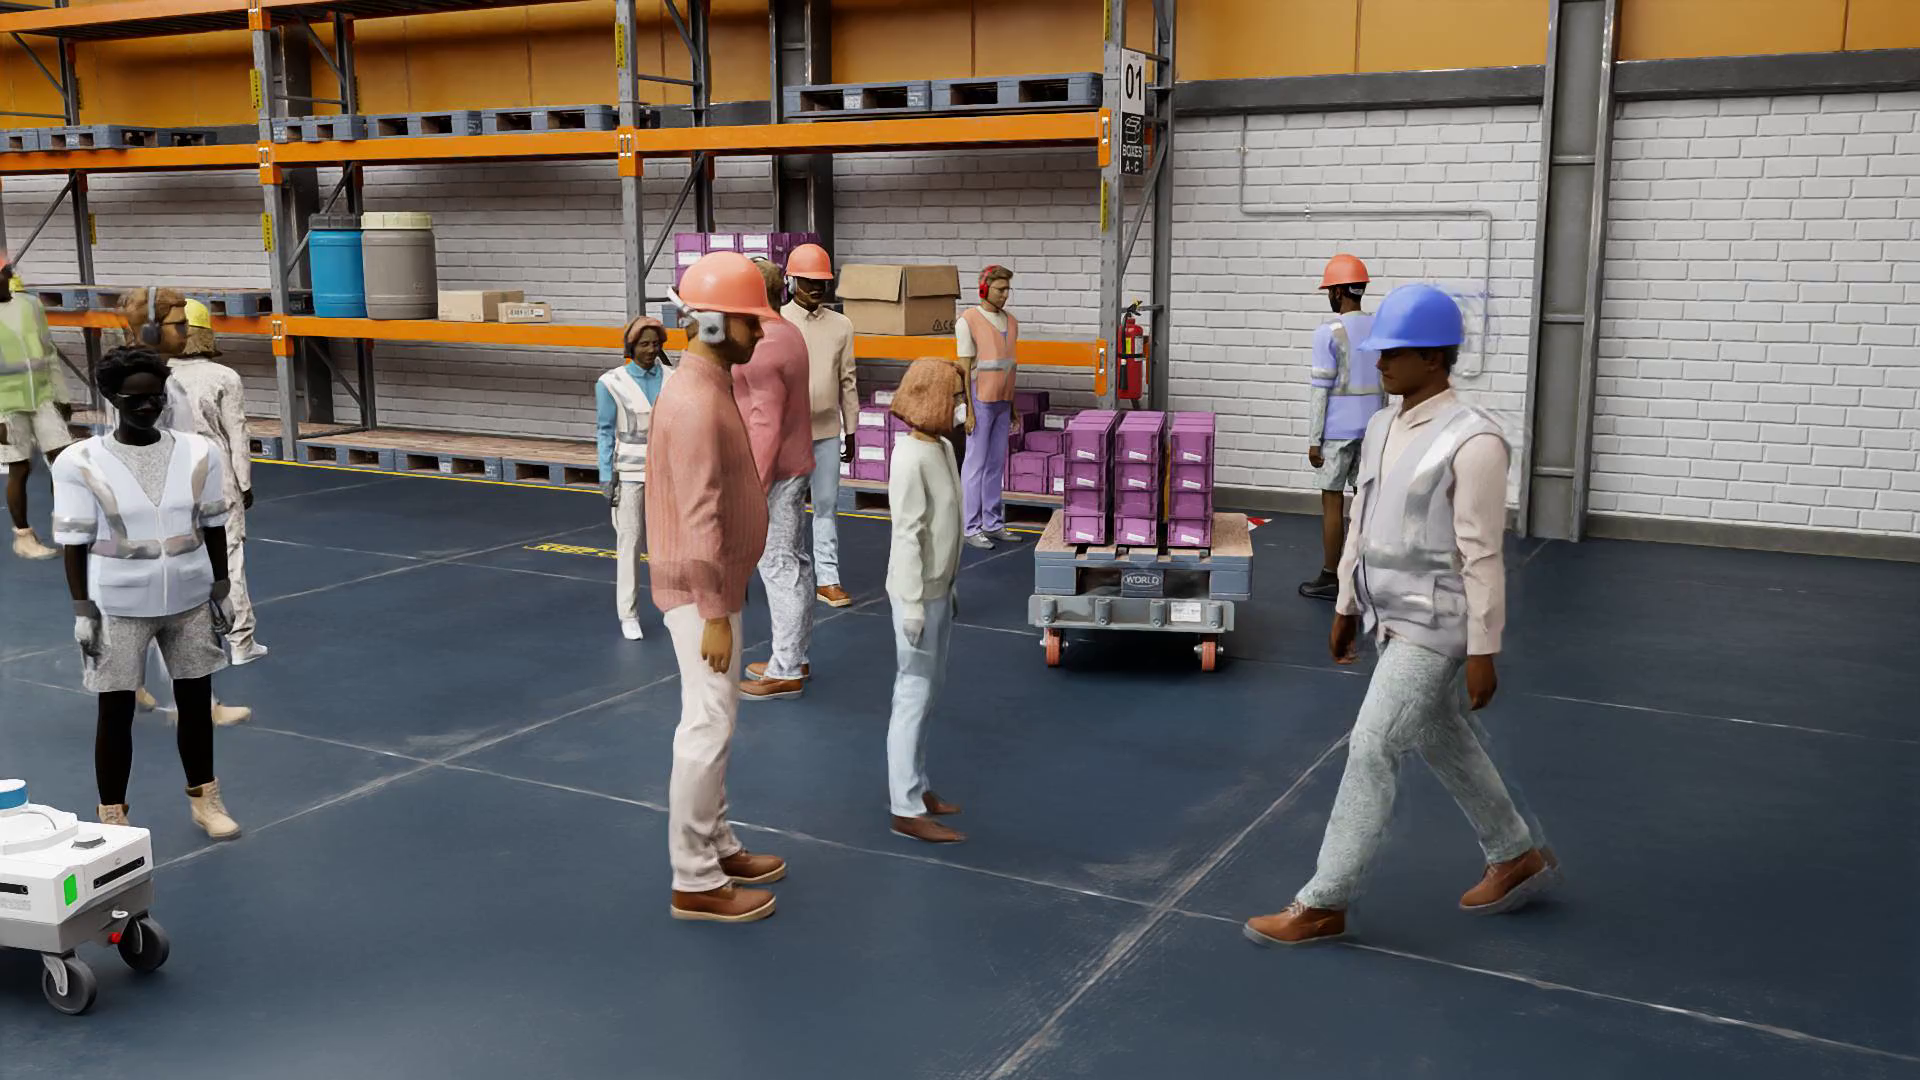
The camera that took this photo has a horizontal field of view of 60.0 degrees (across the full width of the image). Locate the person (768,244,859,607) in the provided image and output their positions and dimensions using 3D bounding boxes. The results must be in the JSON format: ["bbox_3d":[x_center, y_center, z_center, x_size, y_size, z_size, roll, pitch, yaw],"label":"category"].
[{"bbox_3d":[-0.827,-0.600,9.029,0.616,1.988,0.400,-5,12,-28],"label":"person"}]

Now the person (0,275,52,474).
[{"bbox_3d":[-7.994,-1.400,14.125,0.848,1.705,0.513,3,11,16],"label":"person"}]

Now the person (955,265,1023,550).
[{"bbox_3d":[0.183,-0.873,10.905,0.390,1.840,0.565,8,13,36],"label":"person"}]

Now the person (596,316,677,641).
[{"bbox_3d":[-1.583,-0.312,8.408,0.523,1.631,0.317,-7,12,-34],"label":"person"}]

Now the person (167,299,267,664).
[{"bbox_3d":[-3.586,-0.263,7.857,0.483,1.735,0.316,-2,10,-8],"label":"person"}]

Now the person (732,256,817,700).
[{"bbox_3d":[-0.824,-0.262,7.296,0.376,1.937,0.629,1,10,6],"label":"person"}]

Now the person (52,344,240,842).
[{"bbox_3d":[-2.634,0.206,5.412,0.535,1.688,0.321,-10,14,-44],"label":"person"}]

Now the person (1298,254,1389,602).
[{"bbox_3d":[2.140,-0.617,9.273,0.543,1.929,0.386,-5,12,-27],"label":"person"}]

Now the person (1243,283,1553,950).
[{"bbox_3d":[1.338,0.215,4.791,1.005,1.902,0.631,-2,11,-12],"label":"person"}]

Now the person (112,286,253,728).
[{"bbox_3d":[-3.245,-0.108,6.742,0.519,1.829,0.523,-3,11,-17],"label":"person"}]

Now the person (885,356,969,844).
[{"bbox_3d":[-0.111,0.195,5.633,0.278,1.633,0.506,2,11,13],"label":"person"}]

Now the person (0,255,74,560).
[{"bbox_3d":[-5.820,-0.831,10.296,0.483,1.982,0.721,5,12,27],"label":"person"}]

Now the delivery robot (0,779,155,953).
[{"bbox_3d":[-2.560,0.892,4.499,0.707,0.478,0.477,3,11,15],"label":"delivery robot"}]

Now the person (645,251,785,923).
[{"bbox_3d":[-0.718,0.146,4.941,0.412,1.983,0.619,-1,10,-6],"label":"person"}]
